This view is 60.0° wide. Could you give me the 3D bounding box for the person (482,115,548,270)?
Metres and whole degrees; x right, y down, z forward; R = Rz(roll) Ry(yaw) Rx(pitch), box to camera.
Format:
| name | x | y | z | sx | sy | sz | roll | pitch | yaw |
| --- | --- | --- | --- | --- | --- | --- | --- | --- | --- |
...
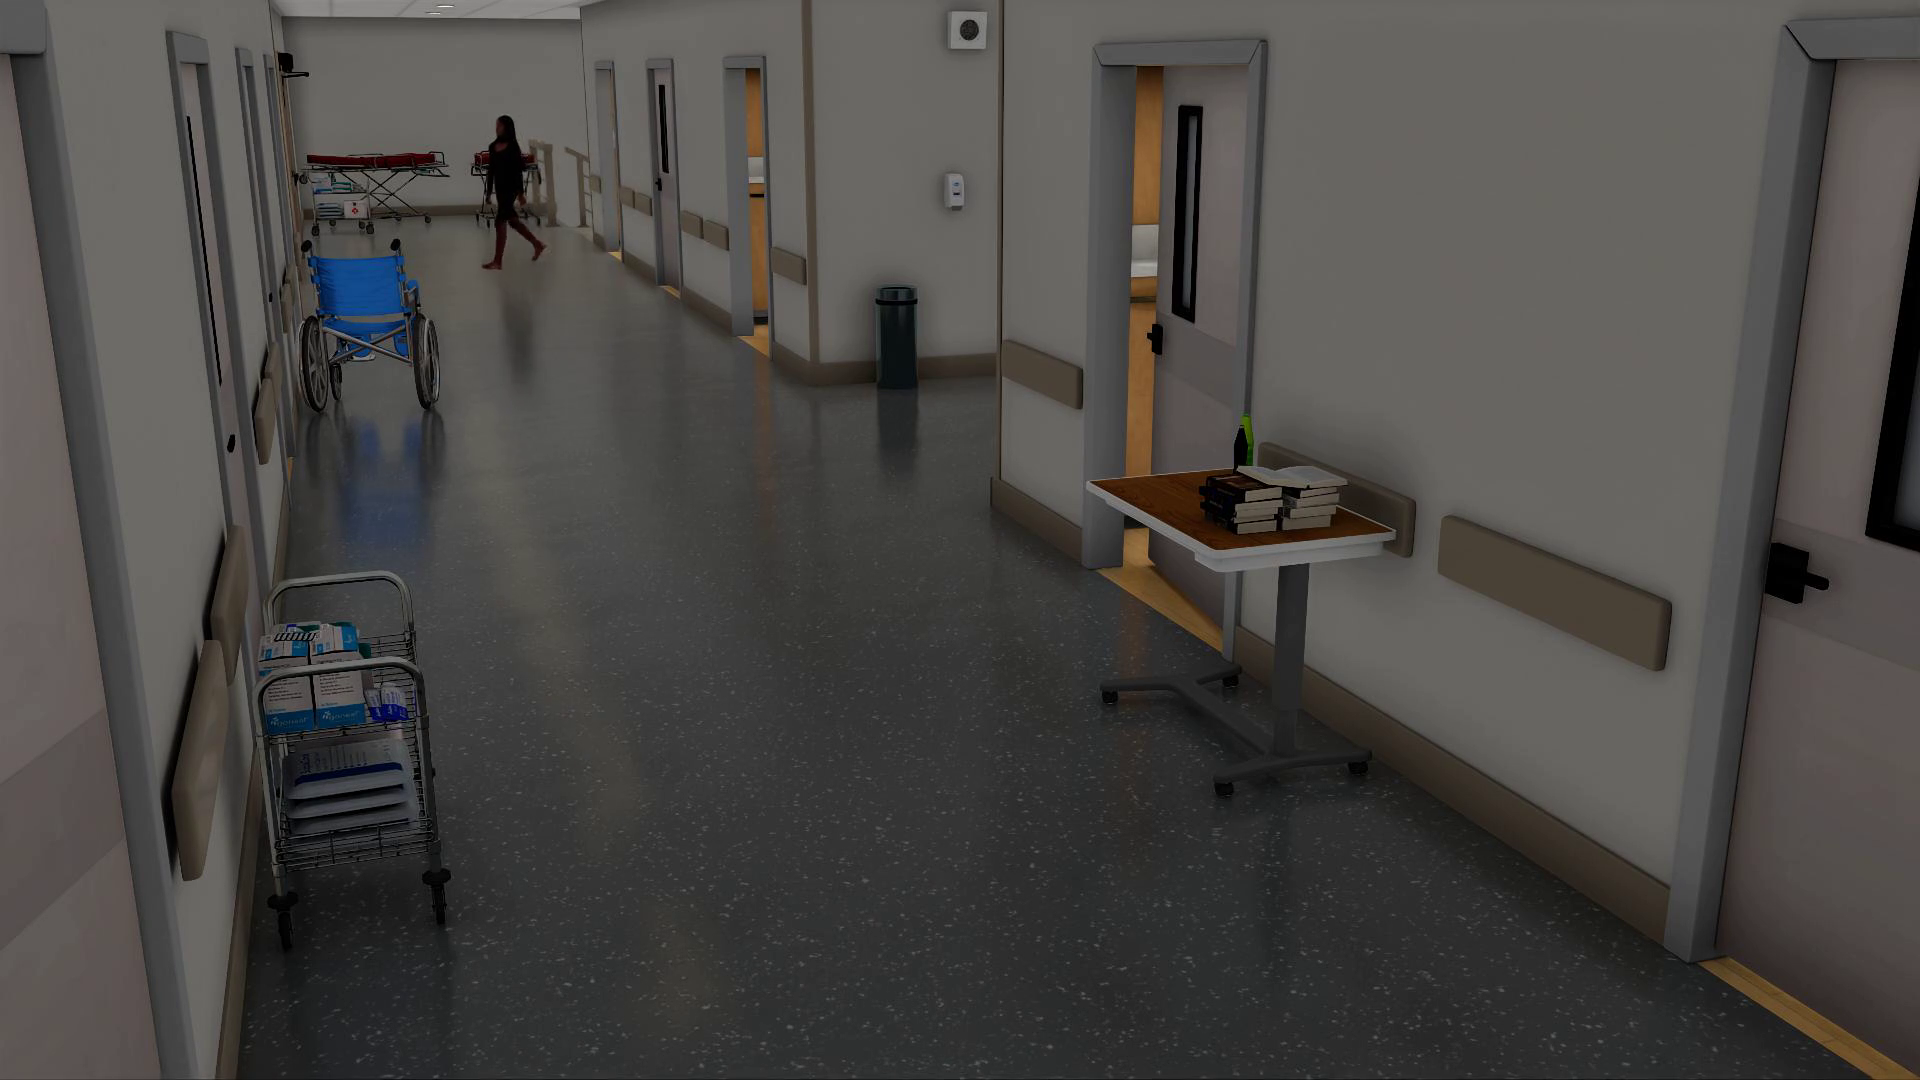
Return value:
| name | x | y | z | sx | sy | sz | roll | pitch | yaw |
| --- | --- | --- | --- | --- | --- | --- | --- | --- | --- |
| person | -5.081 | -3.922 | 18.898 | 1.208 | 1.682 | 1.130 | 11 | 19 | 35 |
